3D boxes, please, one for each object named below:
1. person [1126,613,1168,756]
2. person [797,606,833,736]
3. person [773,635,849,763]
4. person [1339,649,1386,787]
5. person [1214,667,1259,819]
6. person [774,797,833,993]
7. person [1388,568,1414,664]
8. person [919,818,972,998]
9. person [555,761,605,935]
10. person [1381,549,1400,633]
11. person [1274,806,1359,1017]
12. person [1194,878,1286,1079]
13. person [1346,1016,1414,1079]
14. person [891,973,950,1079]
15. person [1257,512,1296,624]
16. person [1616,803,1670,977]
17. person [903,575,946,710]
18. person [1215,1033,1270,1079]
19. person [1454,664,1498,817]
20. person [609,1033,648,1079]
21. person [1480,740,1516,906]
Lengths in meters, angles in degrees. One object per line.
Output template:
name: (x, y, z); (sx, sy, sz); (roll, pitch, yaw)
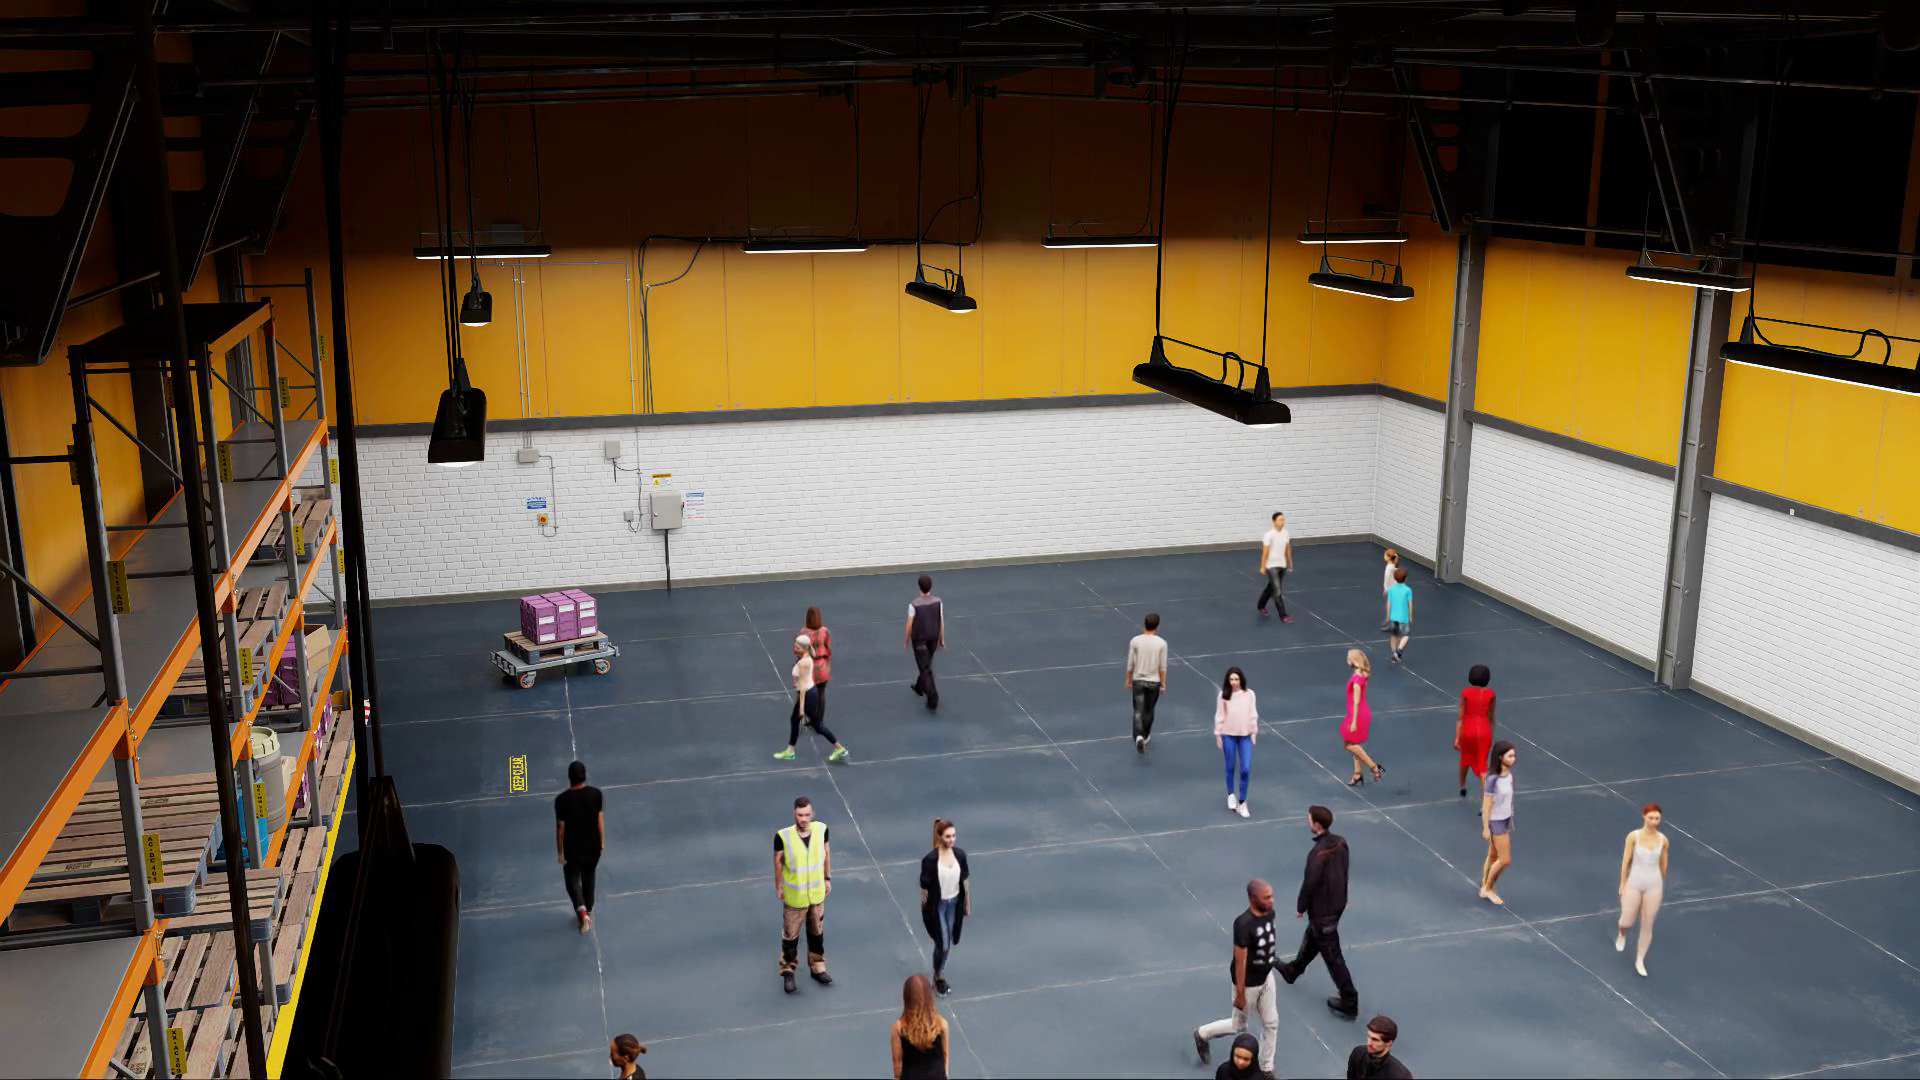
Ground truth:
person: (2.345, 1.833, 20.945); (0.964, 1.773, 1.208); (2, 14, 9)
person: (-1.876, 1.714, 21.610); (0.650, 1.691, 0.639); (-5, 14, -19)
person: (-1.786, 1.993, 20.535); (0.923, 1.655, 1.183); (1, 14, 2)
person: (4.834, 2.137, 19.821); (0.896, 1.711, 0.856); (6, 15, 22)
person: (3.174, 2.272, 19.196); (0.804, 1.743, 0.910); (1, 14, 4)
person: (-1.418, 3.194, 15.171); (0.748, 1.844, 0.750); (-6, 15, -25)
person: (6.470, 1.134, 24.532); (0.739, 1.444, 0.789); (10, 17, 35)
person: (-0.193, 3.298, 15.108); (0.710, 1.672, 0.778); (-7, 15, -28)
person: (-3.667, 3.005, 16.164); (0.733, 1.744, 0.942); (-7, 15, -26)
person: (6.798, 0.790, 26.236); (0.617, 1.310, 0.549); (6, 15, 23)
person: (3.297, 3.311, 14.690); (1.320, 1.843, 1.123); (13, 18, 42)
person: (2.322, 3.598, 13.643); (1.211, 1.780, 1.026); (13, 18, 42)
person: (2.877, 4.102, 11.439); (0.833, 1.836, 0.627); (-9, 16, -32)
person: (-0.264, 4.006, 12.113); (0.714, 1.705, 0.976); (0, 14, -2)
person: (5.025, 0.430, 26.767); (0.908, 1.759, 1.212); (-9, 16, -33)
person: (6.357, 3.213, 15.538); (0.717, 1.635, 0.824); (2, 14, 9)
person: (-0.440, 1.422, 22.584); (0.828, 1.801, 1.222); (-6, 15, -25)
person: (2.029, 4.174, 11.669); (1.065, 1.588, 1.061); (10, 17, 35)
person: (5.941, 2.324, 19.066); (0.898, 1.702, 1.212); (1, 14, 2)
person: (-2.238, 4.175, 11.495); (0.661, 1.668, 0.479); (-2, 14, -9)
person: (5.372, 2.845, 16.869); (0.745, 1.724, 0.710); (12, 18, 41)
